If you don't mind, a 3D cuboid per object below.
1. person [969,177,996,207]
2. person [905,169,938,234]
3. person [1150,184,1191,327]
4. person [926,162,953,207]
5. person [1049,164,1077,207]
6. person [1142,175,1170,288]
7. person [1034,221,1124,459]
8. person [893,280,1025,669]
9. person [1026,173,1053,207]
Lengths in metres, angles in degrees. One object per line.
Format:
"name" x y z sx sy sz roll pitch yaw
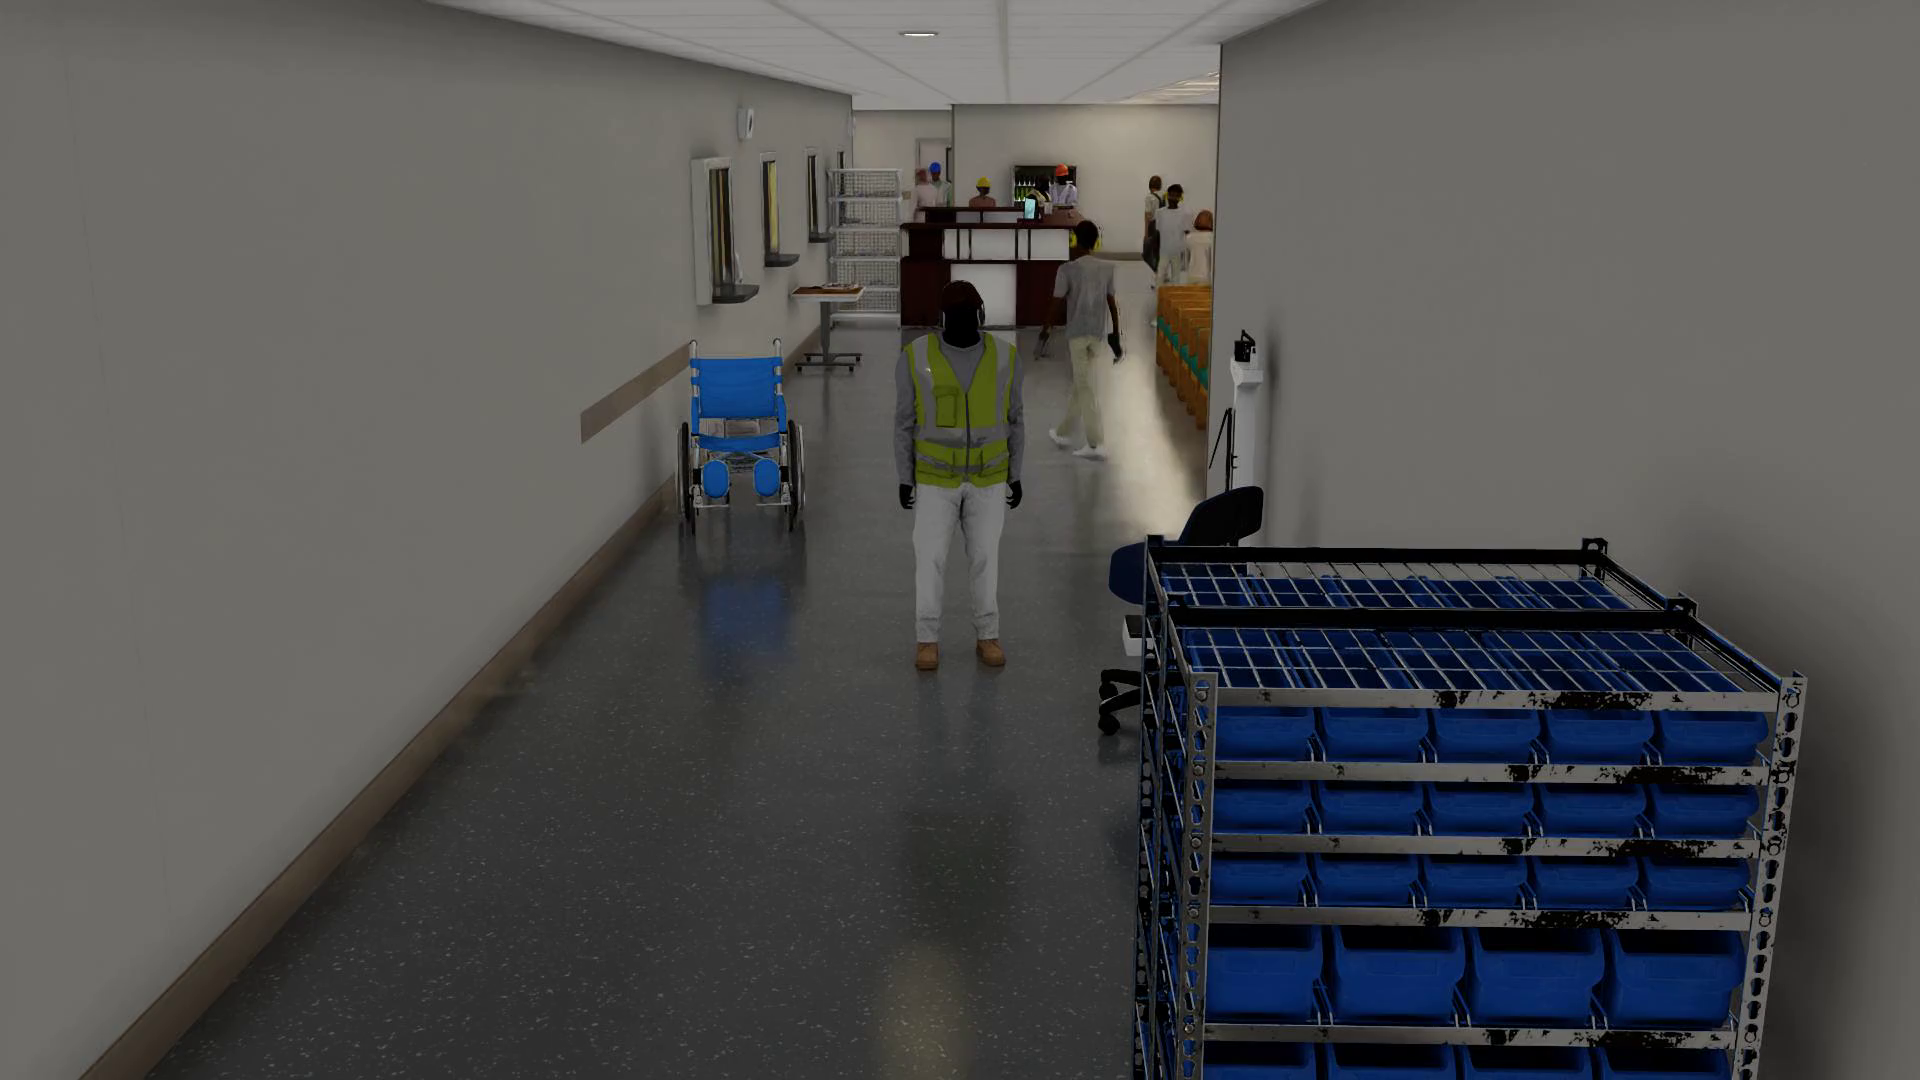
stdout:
"person" 0.385 -5.096 27.475 0.533 1.768 0.313 -9 16 -31
"person" -0.711 -5.617 29.415 0.977 1.848 0.662 9 17 34
"person" 2.691 -3.652 21.460 0.539 1.840 0.591 5 15 20
"person" -0.444 -5.956 30.590 0.617 1.946 0.396 0 14 1
"person" 1.803 -5.695 29.578 0.545 1.929 0.390 8 16 31
"person" 3.174 -4.911 26.620 0.549 1.815 0.503 -12 18 -39
"person" 0.894 -1.578 13.081 0.684 1.816 0.911 -8 16 -29
"person" 0.002 -0.301 7.862 0.630 1.843 0.429 -2 14 -9
"person" 1.303 -4.971 26.817 0.429 1.841 0.634 7 16 27
